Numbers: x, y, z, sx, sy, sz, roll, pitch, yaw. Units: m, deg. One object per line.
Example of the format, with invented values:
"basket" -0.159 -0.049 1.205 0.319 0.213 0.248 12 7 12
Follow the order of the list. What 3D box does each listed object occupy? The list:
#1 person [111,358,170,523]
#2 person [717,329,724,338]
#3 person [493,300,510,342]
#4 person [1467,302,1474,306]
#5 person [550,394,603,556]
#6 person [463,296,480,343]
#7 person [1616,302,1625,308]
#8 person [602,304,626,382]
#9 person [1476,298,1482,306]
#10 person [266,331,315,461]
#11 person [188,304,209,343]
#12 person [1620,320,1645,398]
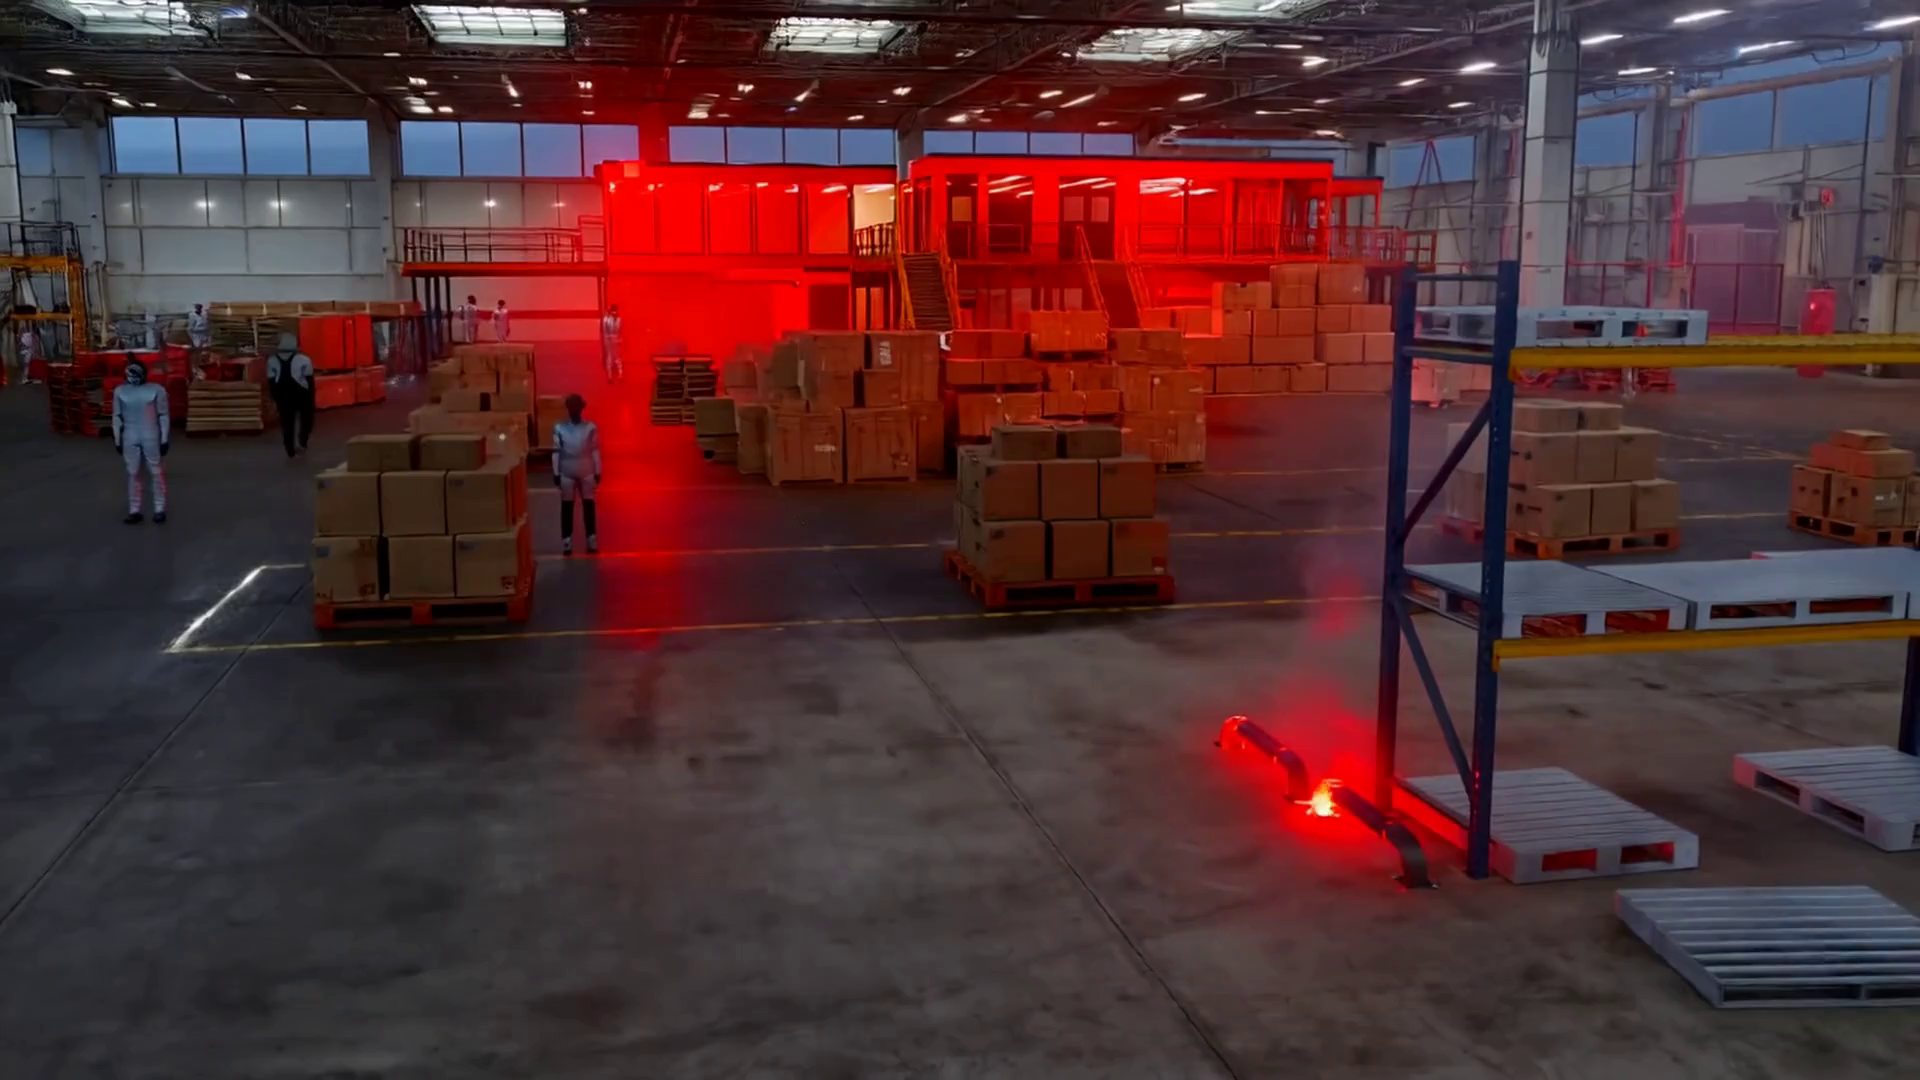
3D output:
"person" -9.647 -1.168 19.607 0.631 1.940 0.370 -2 10 -12
"person" -7.630 -6.579 52.775 0.520 1.871 0.326 -2 10 -12
"person" -15.315 -7.034 55.546 0.570 1.912 0.633 -3 10 -19
"person" 17.518 -7.272 57.212 0.651 1.824 0.478 -1 9 -5
"person" -3.994 -0.677 17.348 0.537 1.696 0.318 -2 10 -12
"person" -18.180 -8.102 61.905 0.589 1.927 0.368 -2 10 -12
"person" 20.359 -6.385 51.397 0.547 1.942 0.351 -2 10 -12
"person" -9.046 -5.150 43.559 0.609 2.043 0.376 -2 10 -12
"person" 18.315 -7.587 58.752 0.628 1.935 0.609 0 9 -2
"person" -10.341 -2.235 25.799 0.709 2.000 0.535 0 9 1
"person" -23.185 -6.237 50.669 0.577 1.884 0.353 -2 10 -12
"person" 15.516 -4.278 38.390 0.614 1.994 0.381 -2 10 -12
